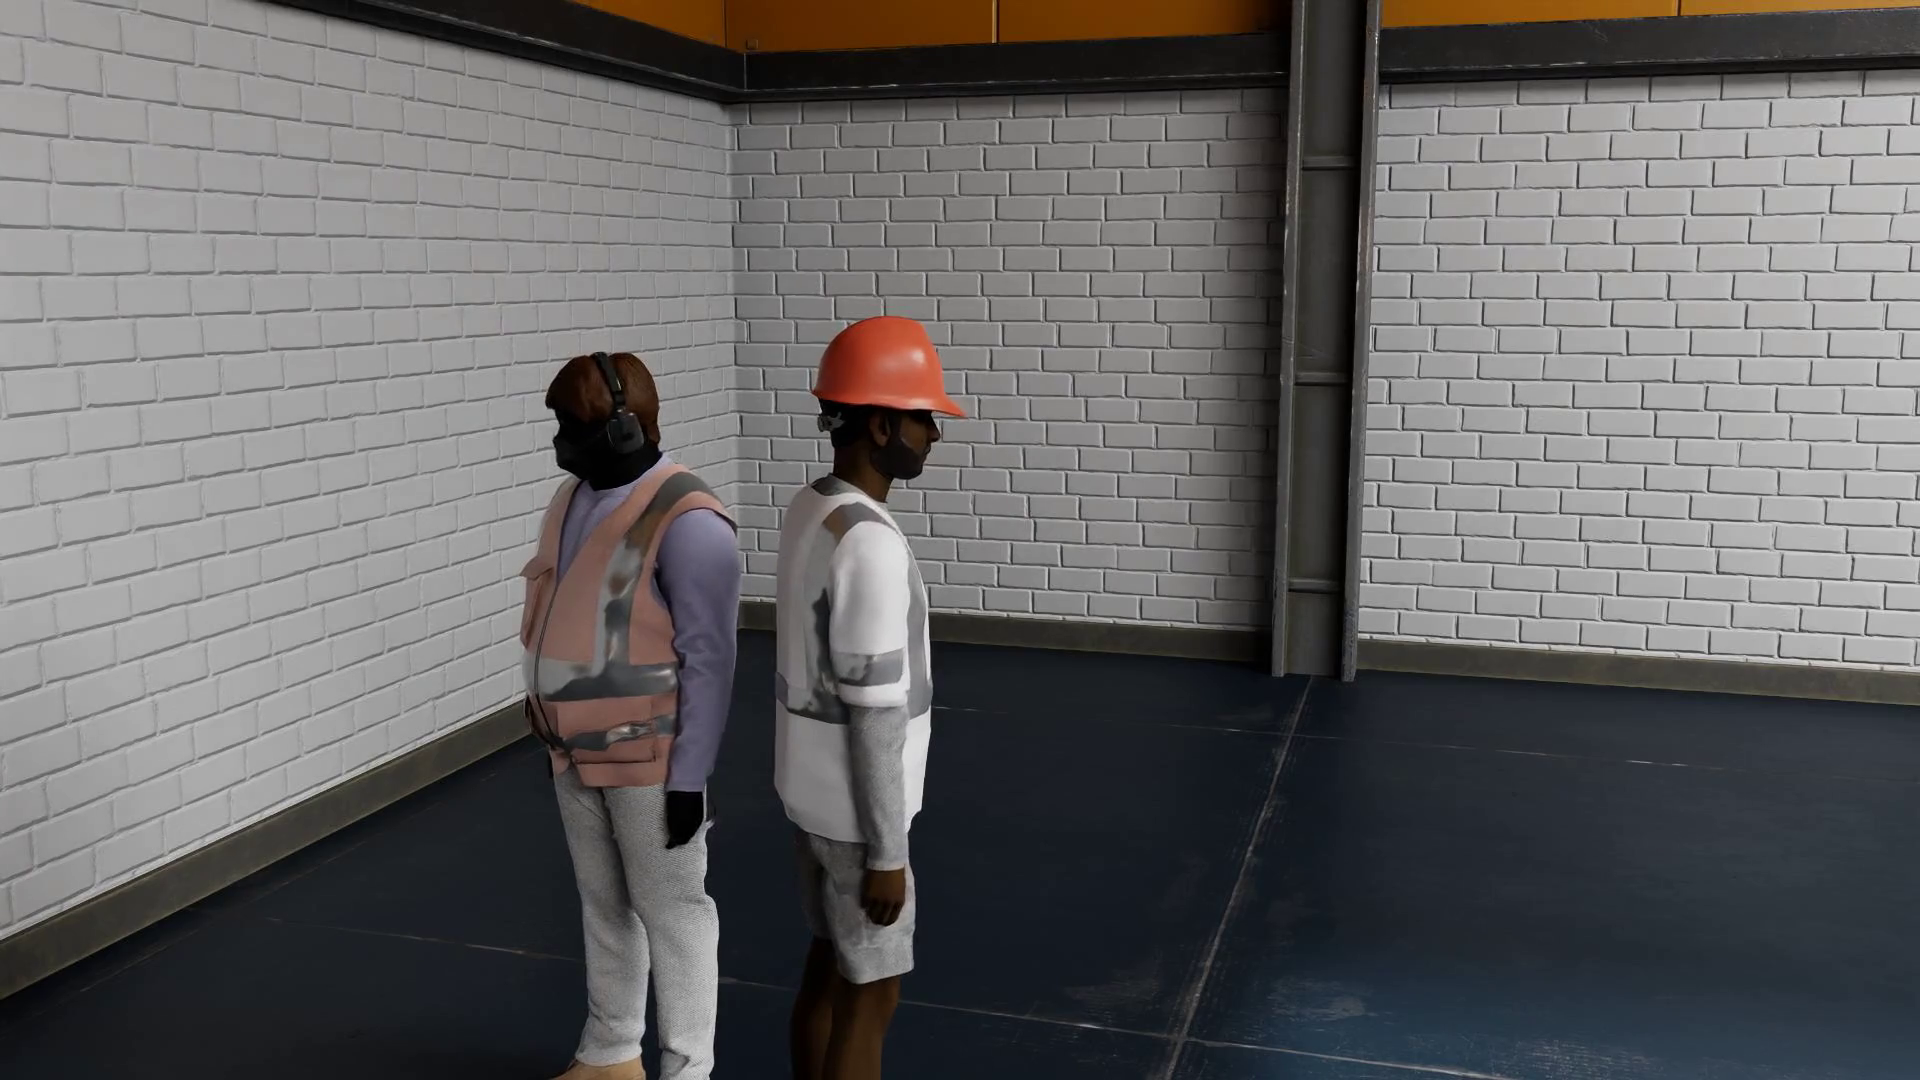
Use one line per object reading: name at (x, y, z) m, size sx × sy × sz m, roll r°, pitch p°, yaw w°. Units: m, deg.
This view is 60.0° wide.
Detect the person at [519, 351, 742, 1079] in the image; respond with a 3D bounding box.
person at (-0.773, 0.491, 3.810) m, size 0.430 × 1.839 × 0.619 m, roll -9°, pitch 13°, yaw -43°

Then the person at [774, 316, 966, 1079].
person at (-0.178, 0.517, 3.382) m, size 0.383 × 1.929 × 0.539 m, roll -3°, pitch 10°, yaw -17°
